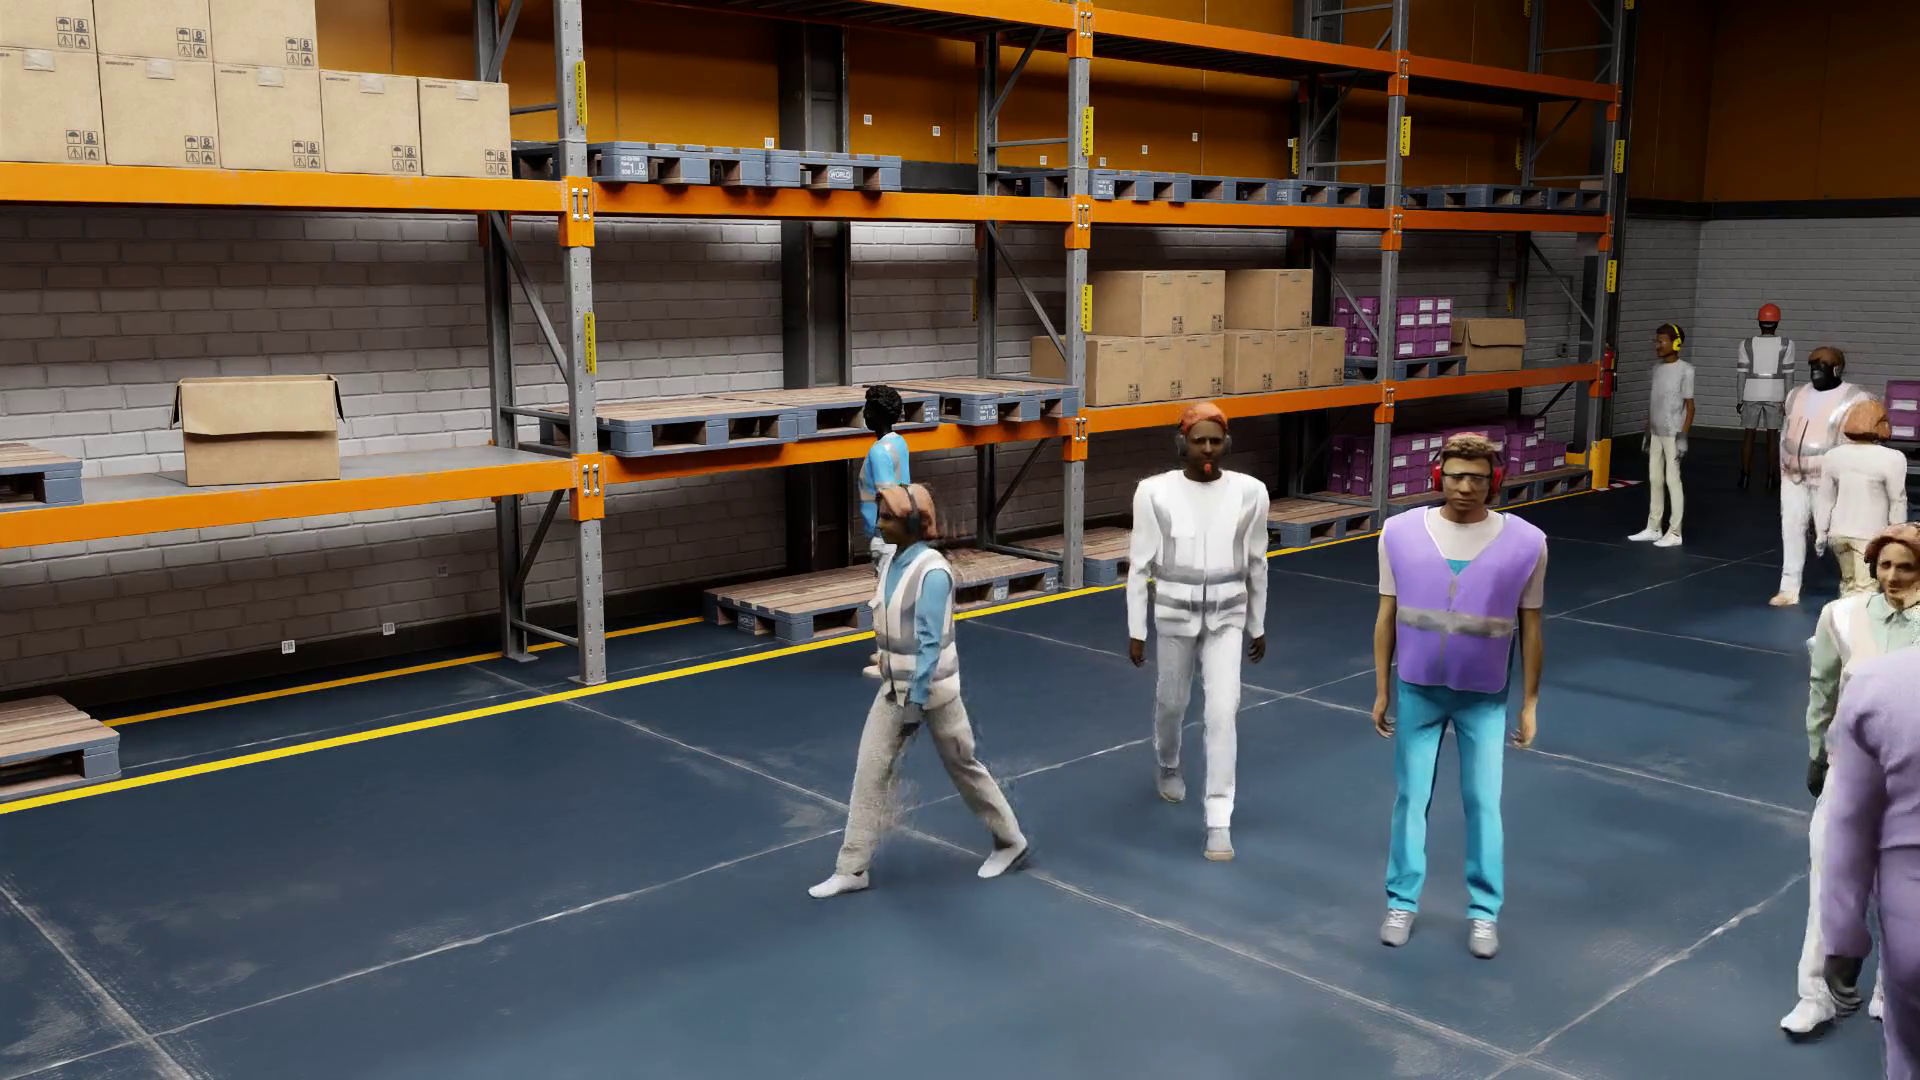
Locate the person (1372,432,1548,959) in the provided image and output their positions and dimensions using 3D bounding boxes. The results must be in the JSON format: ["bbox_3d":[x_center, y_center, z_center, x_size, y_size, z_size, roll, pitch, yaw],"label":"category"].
[{"bbox_3d":[1.734,0.530,5.826,0.569,1.837,0.386,4,10,21],"label":"person"}]

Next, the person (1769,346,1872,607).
[{"bbox_3d":[6.025,-0.444,11.590,0.733,1.822,0.631,-6,11,-30],"label":"person"}]

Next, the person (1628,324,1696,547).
[{"bbox_3d":[5.933,-0.878,13.985,0.309,1.868,0.532,-3,10,-16],"label":"person"}]

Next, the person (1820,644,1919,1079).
[{"bbox_3d":[2.336,0.879,3.698,0.927,1.867,0.661,-9,13,-41],"label":"person"}]

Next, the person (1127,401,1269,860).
[{"bbox_3d":[0.995,0.325,7.043,0.590,1.850,0.937,0,10,2],"label":"person"}]

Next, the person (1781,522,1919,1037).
[{"bbox_3d":[2.849,0.758,5.135,0.537,1.609,0.721,9,13,42],"label":"person"}]

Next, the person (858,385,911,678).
[{"bbox_3d":[-0.422,-0.050,9.633,0.322,1.697,0.534,2,10,9],"label":"person"}]

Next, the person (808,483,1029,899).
[{"bbox_3d":[-0.121,0.562,6.364,0.886,1.593,0.505,-6,11,-31],"label":"person"}]

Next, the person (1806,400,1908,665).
[{"bbox_3d":[5.181,-0.013,9.662,0.693,1.607,0.500,-5,11,-25],"label":"person"}]

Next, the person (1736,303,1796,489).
[{"bbox_3d":[8.404,-1.496,17.388,0.545,1.943,0.347,5,11,27],"label":"person"}]
